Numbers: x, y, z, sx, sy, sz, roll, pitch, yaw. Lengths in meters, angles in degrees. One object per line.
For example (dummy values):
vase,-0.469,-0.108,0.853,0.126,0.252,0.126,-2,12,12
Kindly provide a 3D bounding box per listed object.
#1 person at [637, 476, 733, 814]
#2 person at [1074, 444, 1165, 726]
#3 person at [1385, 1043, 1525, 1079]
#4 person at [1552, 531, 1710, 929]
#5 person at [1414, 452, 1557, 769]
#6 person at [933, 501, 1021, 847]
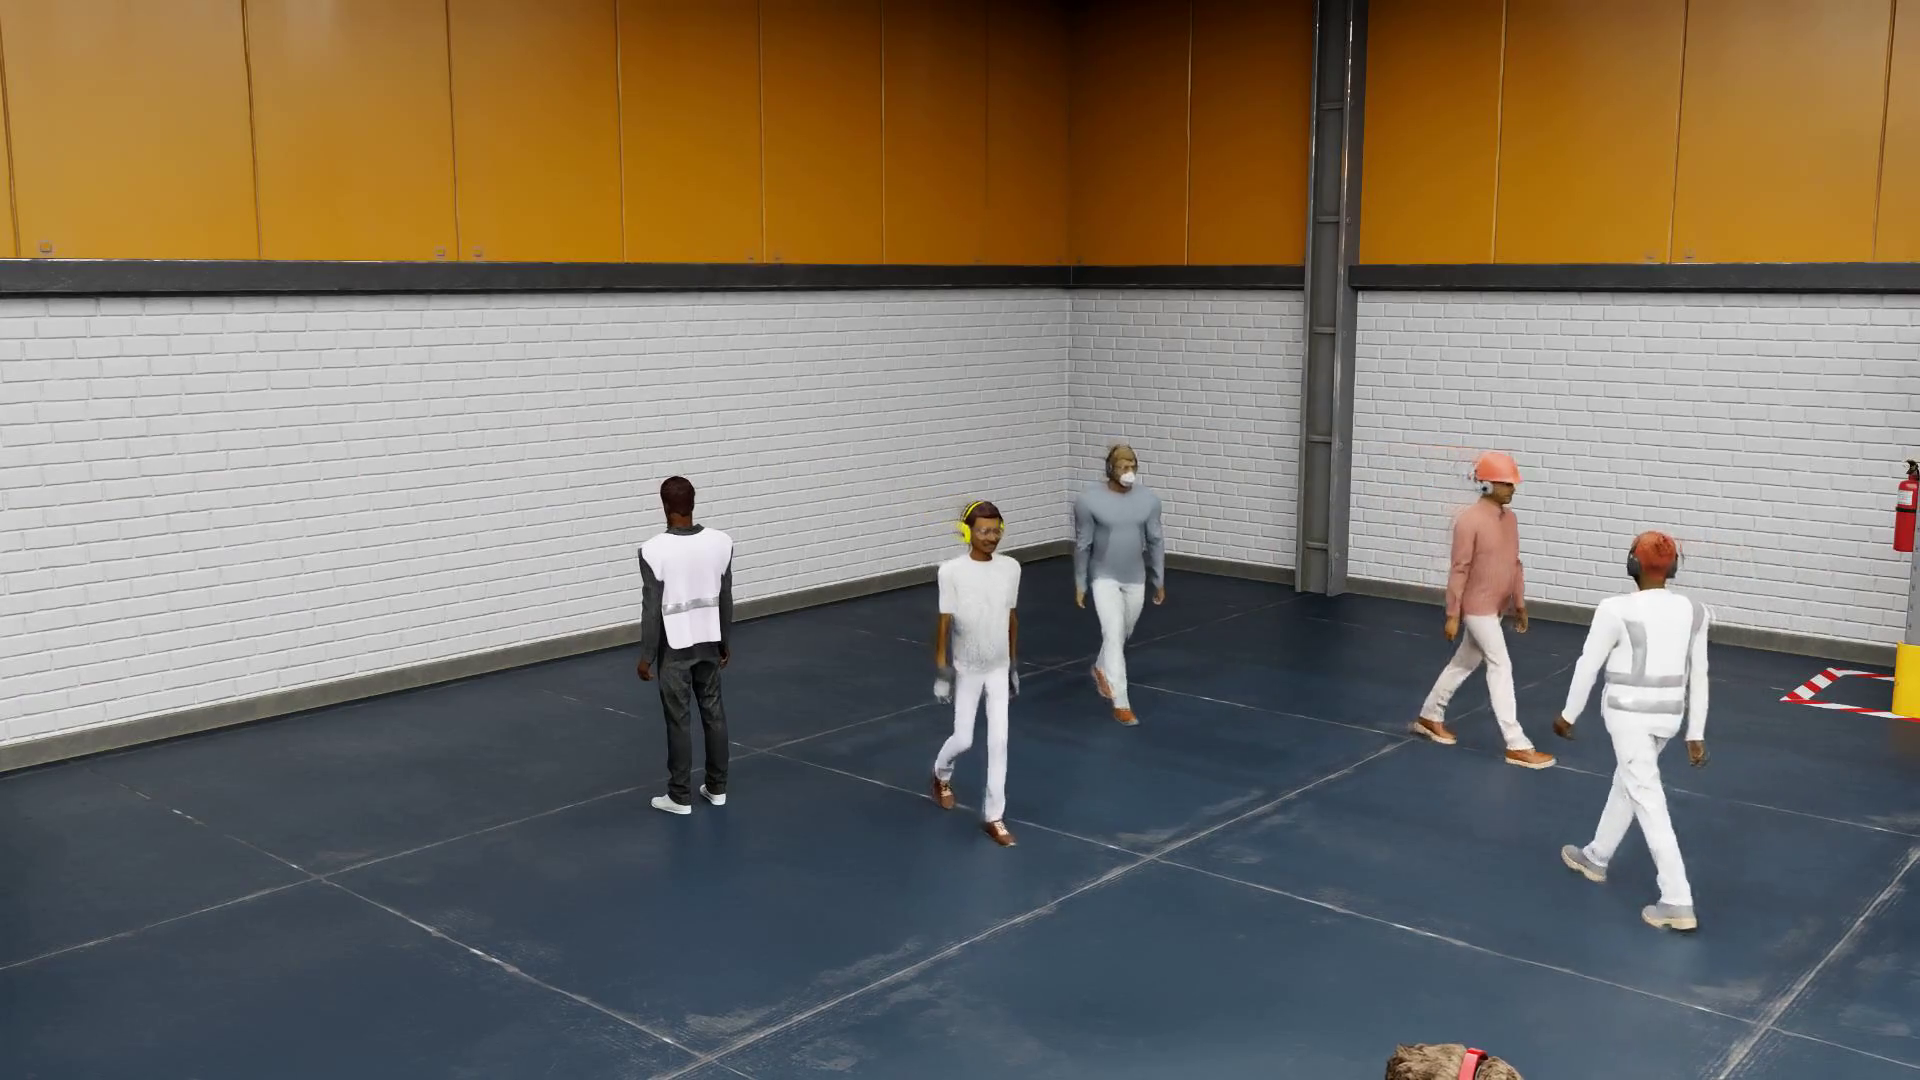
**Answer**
person,-1.538,0.594,9.391,0.587,1.912,0.392,-8,12,-40
person,1.076,0.258,11.566,0.645,1.904,0.983,-3,9,-17
person,0.830,1.697,2.668,0.375,1.844,0.567,3,10,19
person,3.263,0.872,7.945,0.585,1.834,1.025,-3,10,-18
person,3.307,0.405,10.492,1.015,1.947,0.633,9,13,44
person,0.082,0.683,9.065,0.514,1.847,0.763,-4,10,-23
